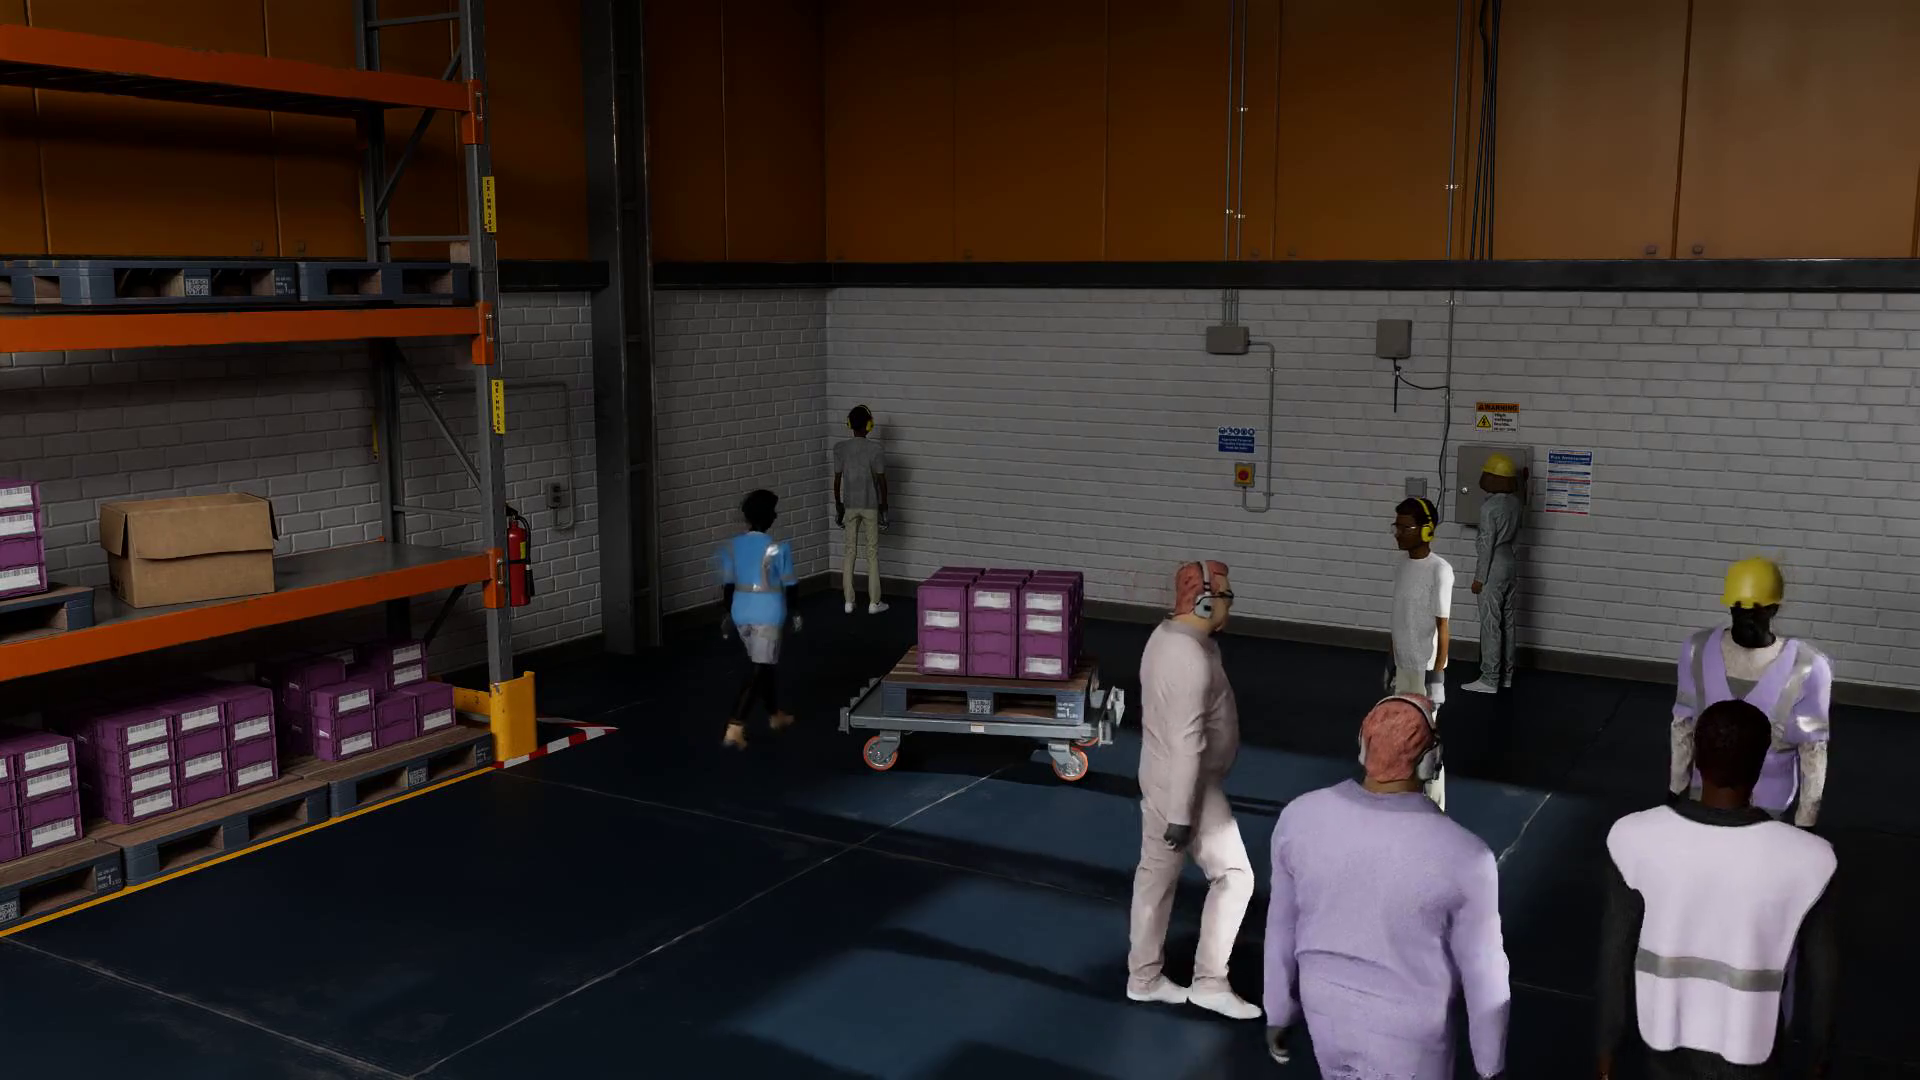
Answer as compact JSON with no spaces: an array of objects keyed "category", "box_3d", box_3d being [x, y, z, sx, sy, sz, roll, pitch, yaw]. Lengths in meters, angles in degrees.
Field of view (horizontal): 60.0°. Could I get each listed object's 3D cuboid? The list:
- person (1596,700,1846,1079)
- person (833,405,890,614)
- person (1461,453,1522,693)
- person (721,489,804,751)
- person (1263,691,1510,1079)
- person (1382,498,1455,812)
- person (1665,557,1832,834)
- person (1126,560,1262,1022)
[{"category":"person","box_3d":[2.132,1.360,4.683,0.601,1.864,1.020,6,11,32]},{"category":"person","box_3d":[-0.875,-0.272,14.850,0.513,1.872,0.328,2,9,13]},{"category":"person","box_3d":[3.870,0.237,12.063,0.288,1.746,0.487,9,13,44]},{"category":"person","box_3d":[-1.315,0.499,10.699,0.520,1.653,0.832,6,11,35]},{"category":"person","box_3d":[1.198,1.354,4.651,0.676,1.888,0.488,8,12,42]},{"category":"person","box_3d":[2.424,0.695,8.858,0.316,1.861,0.514,-2,9,-15]},{"category":"person","box_3d":[3.107,1.019,6.654,0.609,1.907,0.653,8,12,39]},{"category":"person","box_3d":[0.992,1.011,6.783,0.663,1.884,0.649,-1,9,-9]}]
